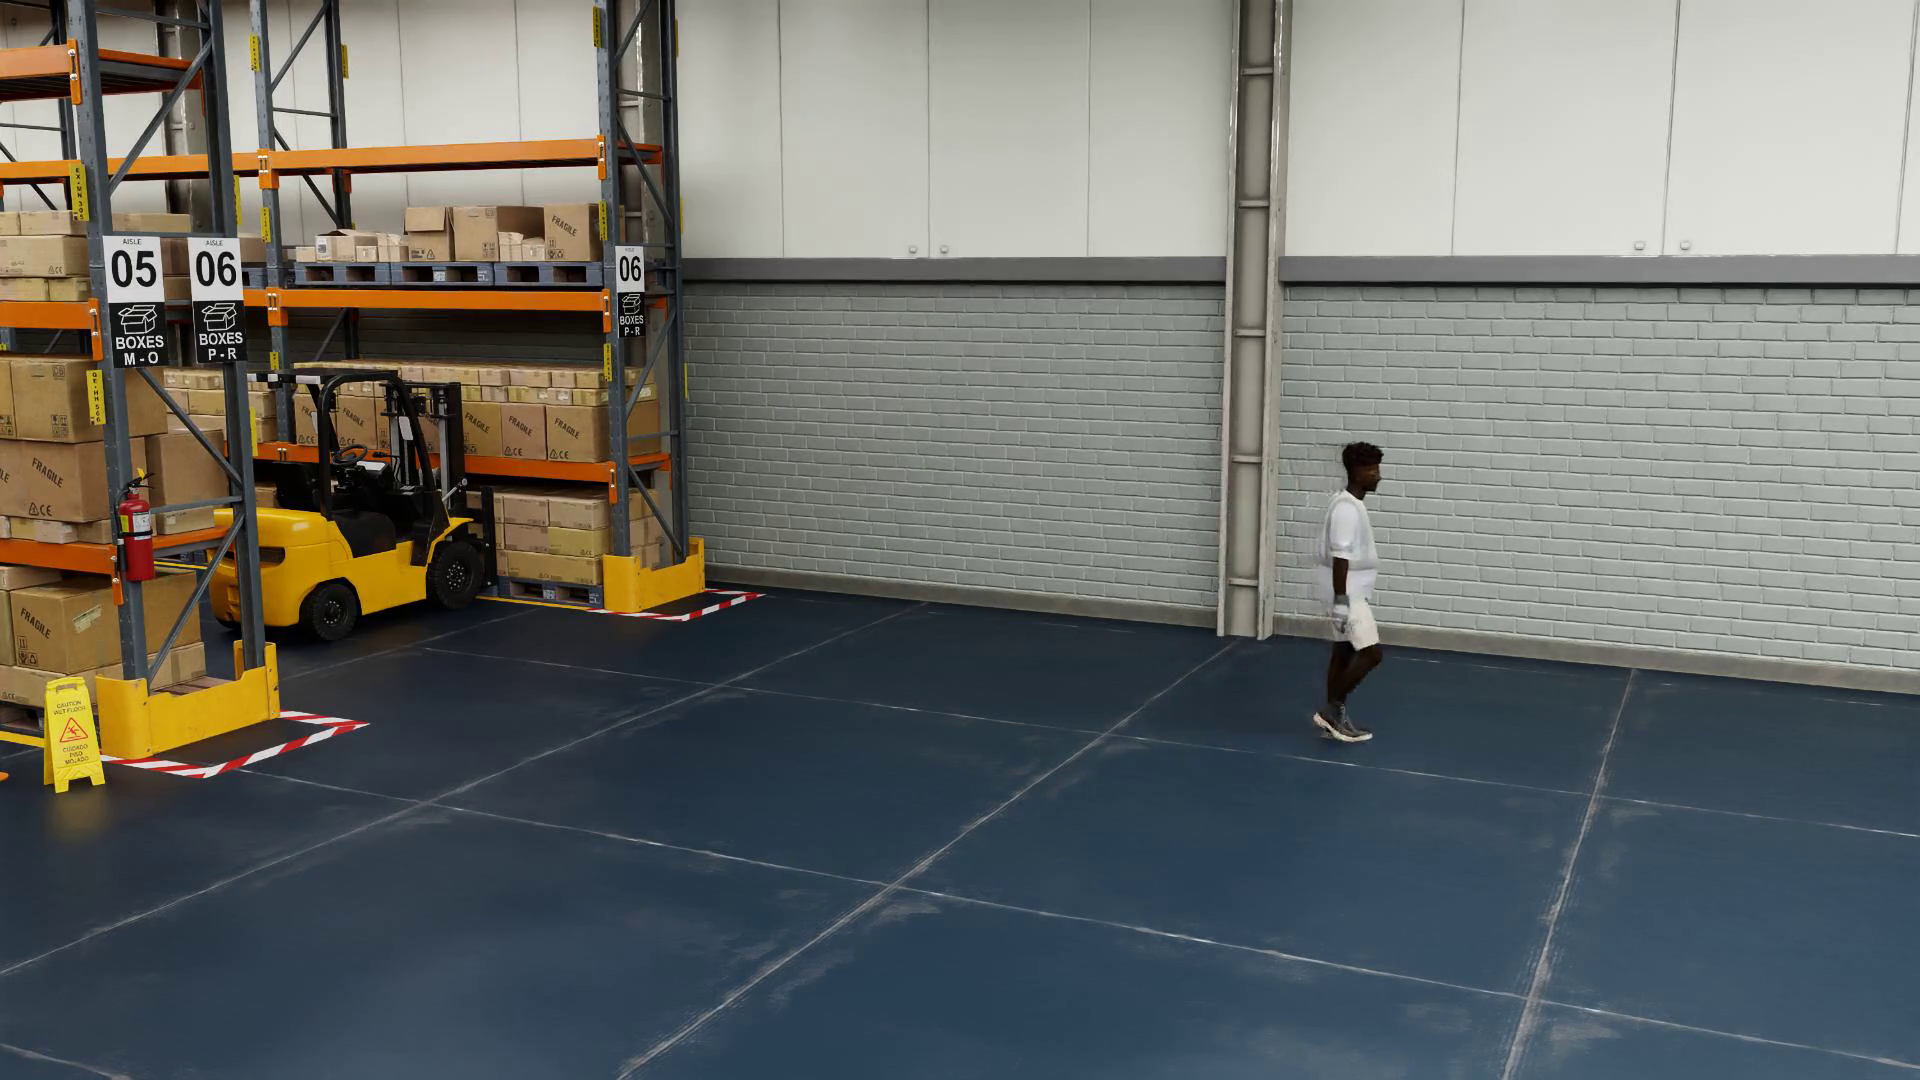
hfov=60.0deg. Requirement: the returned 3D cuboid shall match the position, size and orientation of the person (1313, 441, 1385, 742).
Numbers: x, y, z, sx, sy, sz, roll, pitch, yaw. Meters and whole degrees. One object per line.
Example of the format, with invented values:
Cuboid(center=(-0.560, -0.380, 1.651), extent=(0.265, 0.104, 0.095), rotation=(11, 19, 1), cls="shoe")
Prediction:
Cuboid(center=(2.507, 0.342, 10.588), extent=(0.427, 1.950, 0.644), rotation=(3, 10, 16), cls="person")
